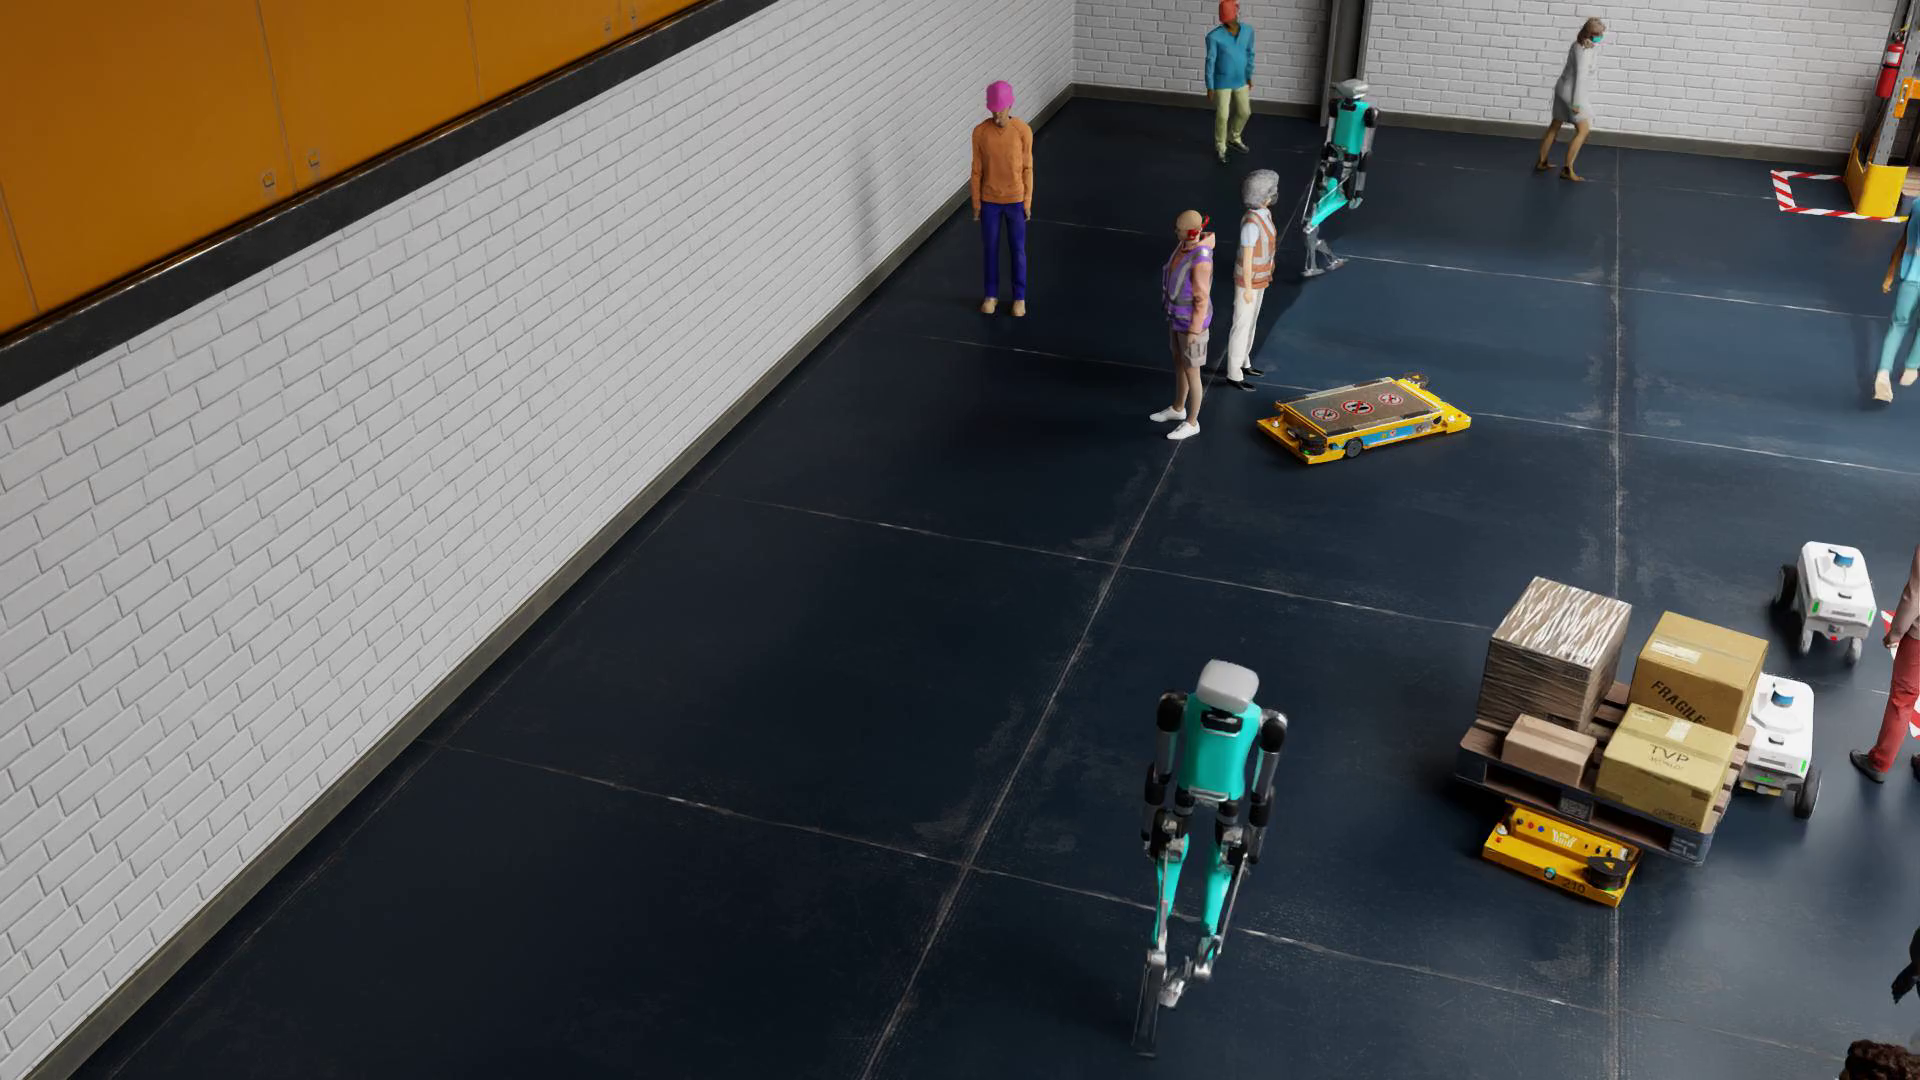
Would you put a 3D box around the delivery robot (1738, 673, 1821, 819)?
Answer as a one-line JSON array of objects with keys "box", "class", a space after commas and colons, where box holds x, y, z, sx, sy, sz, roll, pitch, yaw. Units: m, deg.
[{"box": [4.190, 1.026, 8.596, 0.499, 0.593, 0.789, 13, 33, 21], "class": "delivery robot"}]

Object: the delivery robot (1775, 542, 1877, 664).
[{"box": [5.145, 0.320, 9.818, 0.499, 0.614, 0.791, 10, 32, 16], "class": "delivery robot"}]

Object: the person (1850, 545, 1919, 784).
[{"box": [4.926, 0.469, 8.351, 0.522, 1.768, 0.307, 2, 31, 4], "class": "person"}]

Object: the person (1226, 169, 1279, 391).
[{"box": [2.207, -1.970, 12.570, 0.319, 1.691, 0.453, 12, 33, 20], "class": "person"}]

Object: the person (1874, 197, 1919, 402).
[{"box": [7.189, -1.913, 12.344, 0.604, 1.830, 0.890, 19, 35, 28], "class": "person"}]

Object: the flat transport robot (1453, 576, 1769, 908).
[{"box": [3.218, 1.278, 8.451, 0.659, 0.231, 1.431, 19, 35, 29], "class": "flat transport robot"}]

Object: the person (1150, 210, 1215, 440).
[{"box": [1.609, -1.535, 11.832, 0.347, 1.690, 0.480, -7, 31, -11], "class": "person"}]

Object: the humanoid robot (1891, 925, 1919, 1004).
[{"box": [3.945, 1.695, 6.374, 0.585, 1.631, 0.702, 14, 33, 23], "class": "humanoid robot"}]

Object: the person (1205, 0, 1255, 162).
[{"box": [2.818, -4.824, 17.412, 0.659, 1.707, 0.454, -12, 33, -20], "class": "person"}]

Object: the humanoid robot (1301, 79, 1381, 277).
[{"box": [3.179, -3.046, 14.371, 0.921, 1.768, 0.548, -19, 35, -28], "class": "humanoid robot"}]

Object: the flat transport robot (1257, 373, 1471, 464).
[{"box": [2.953, -0.890, 12.140, 1.431, 0.231, 0.659, -13, 33, -21], "class": "flat transport robot"}]

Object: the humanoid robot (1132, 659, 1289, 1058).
[{"box": [0.987, 1.419, 6.876, 0.569, 1.886, 0.722, 7, 31, 12], "class": "humanoid robot"}]

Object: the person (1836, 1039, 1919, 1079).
[{"box": [2.636, 2.300, 5.120, 0.467, 1.876, 0.537, 14, 33, 22], "class": "person"}]

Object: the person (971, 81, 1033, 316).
[{"box": [0.347, -2.817, 13.745, 0.513, 1.974, 0.406, 4, 31, 6], "class": "person"}]

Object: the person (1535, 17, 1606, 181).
[{"box": [6.243, -4.477, 16.890, 0.455, 1.637, 0.607, 1, 30, 1], "class": "person"}]
